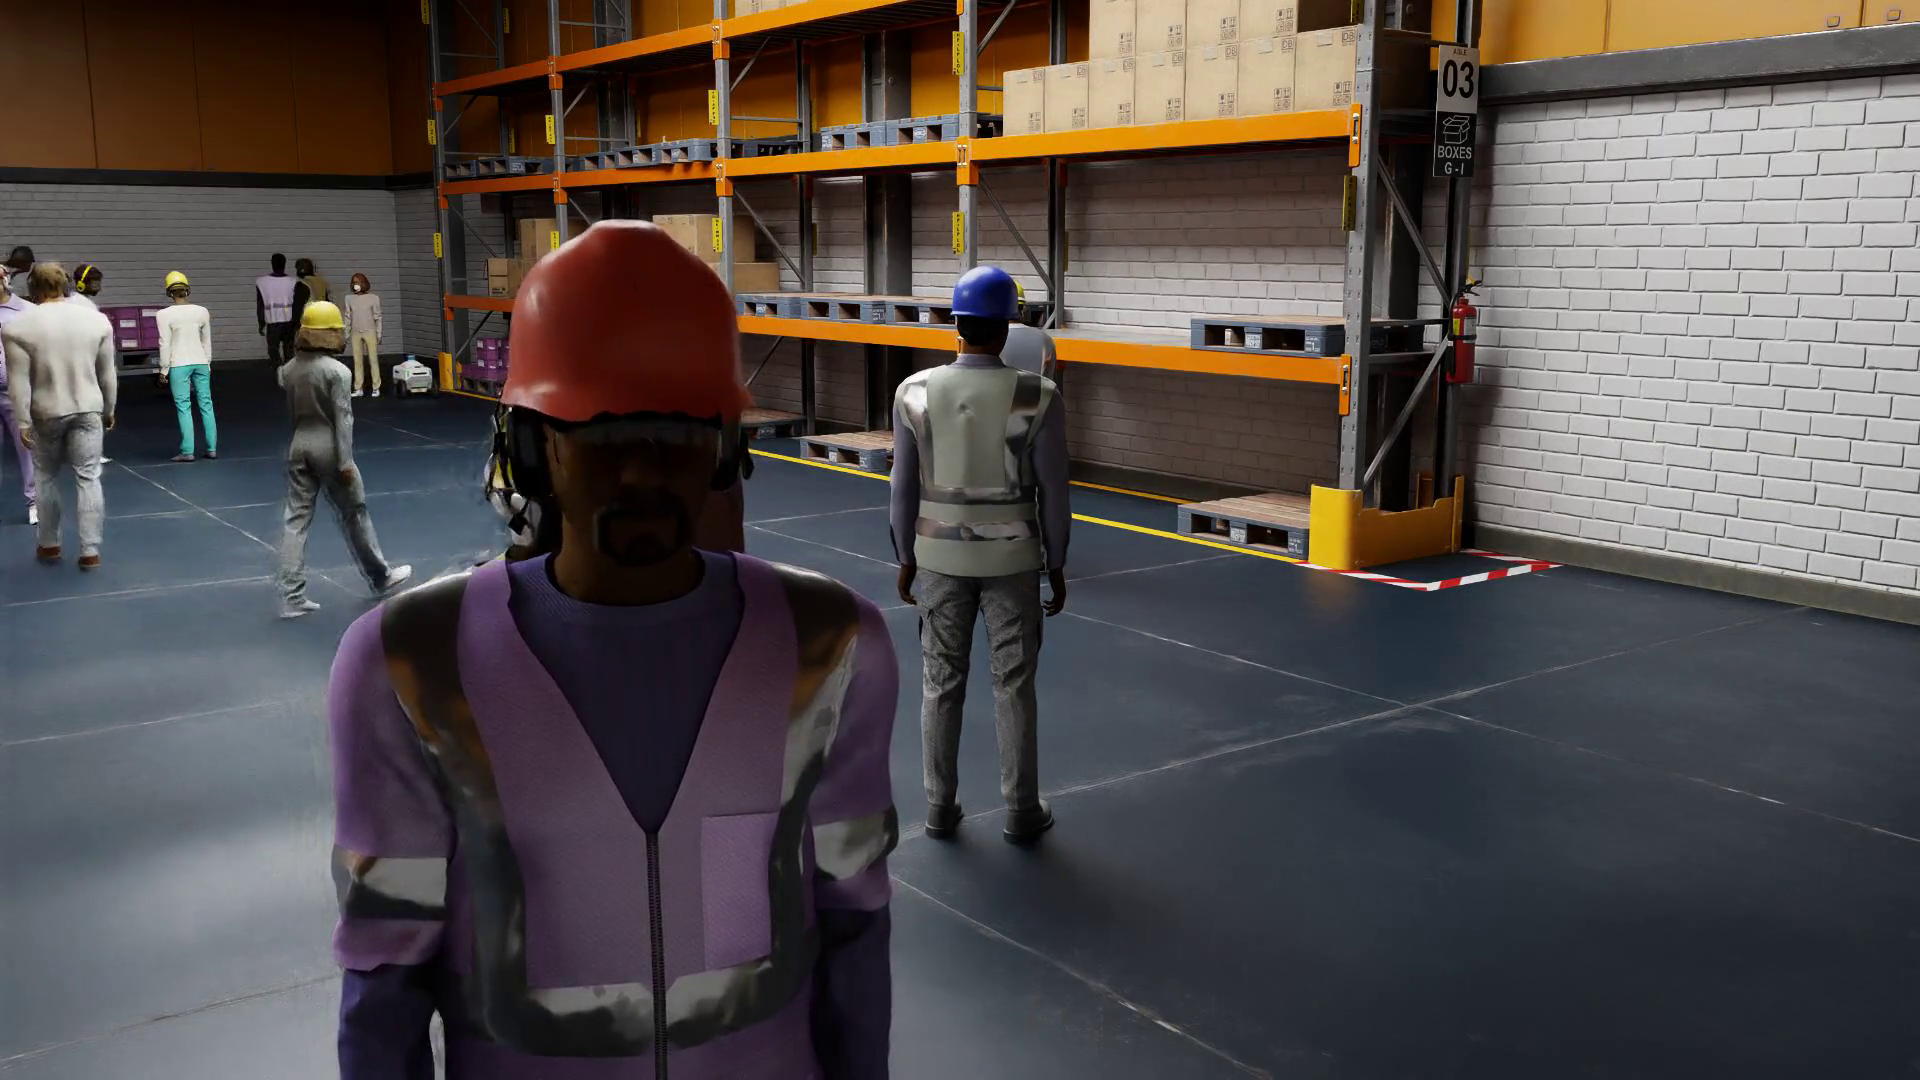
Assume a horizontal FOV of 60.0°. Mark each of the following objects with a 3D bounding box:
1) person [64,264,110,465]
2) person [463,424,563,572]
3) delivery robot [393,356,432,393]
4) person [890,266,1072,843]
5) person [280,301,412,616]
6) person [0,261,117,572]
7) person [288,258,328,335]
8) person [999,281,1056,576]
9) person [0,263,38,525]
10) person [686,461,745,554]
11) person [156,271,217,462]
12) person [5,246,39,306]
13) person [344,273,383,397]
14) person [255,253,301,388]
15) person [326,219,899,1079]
[{"bbox_3d":[-8.040,-1.592,15.217,0.665,1.833,0.373,5,11,26],"label":"person"},{"bbox_3d":[-0.553,0.655,2.668,0.693,1.807,0.594,7,12,35],"label":"person"},{"bbox_3d":[-7.155,-2.166,21.722,0.477,0.478,0.707,-7,12,-33],"label":"delivery robot"},{"bbox_3d":[0.073,0.057,5.628,0.617,1.946,0.396,3,10,14],"label":"person"},{"bbox_3d":[-3.480,-0.464,9.226,0.506,1.696,0.888,4,11,21],"label":"person"},{"bbox_3d":[-5.611,-0.775,10.408,0.639,1.901,0.884,-7,12,-35],"label":"person"},{"bbox_3d":[-8.975,-2.969,22.958,0.477,1.821,0.622,0,10,2],"label":"person"},{"bbox_3d":[0.298,-0.669,10.062,0.591,1.823,0.405,-6,12,-30],"label":"person"},{"bbox_3d":[-6.848,-1.041,11.899,0.643,1.908,0.399,-3,11,-16],"label":"person"},{"bbox_3d":[-0.680,0.347,3.882,0.383,1.992,0.609,1,10,6],"label":"person"},{"bbox_3d":[-7.191,-1.601,15.442,0.329,1.763,0.523,7,12,33],"label":"person"},{"bbox_3d":[-12.329,-2.886,21.855,0.807,2.000,1.010,4,11,19],"label":"person"},{"bbox_3d":[-7.870,-2.698,21.944,0.507,1.632,0.267,1,10,3],"label":"person"},{"bbox_3d":[-9.343,-2.993,22.881,0.587,1.890,0.735,-5,11,-26],"label":"person"},{"bbox_3d":[-0.343,0.690,1.816,0.608,2.045,0.369,-4,11,-21],"label":"person"}]
